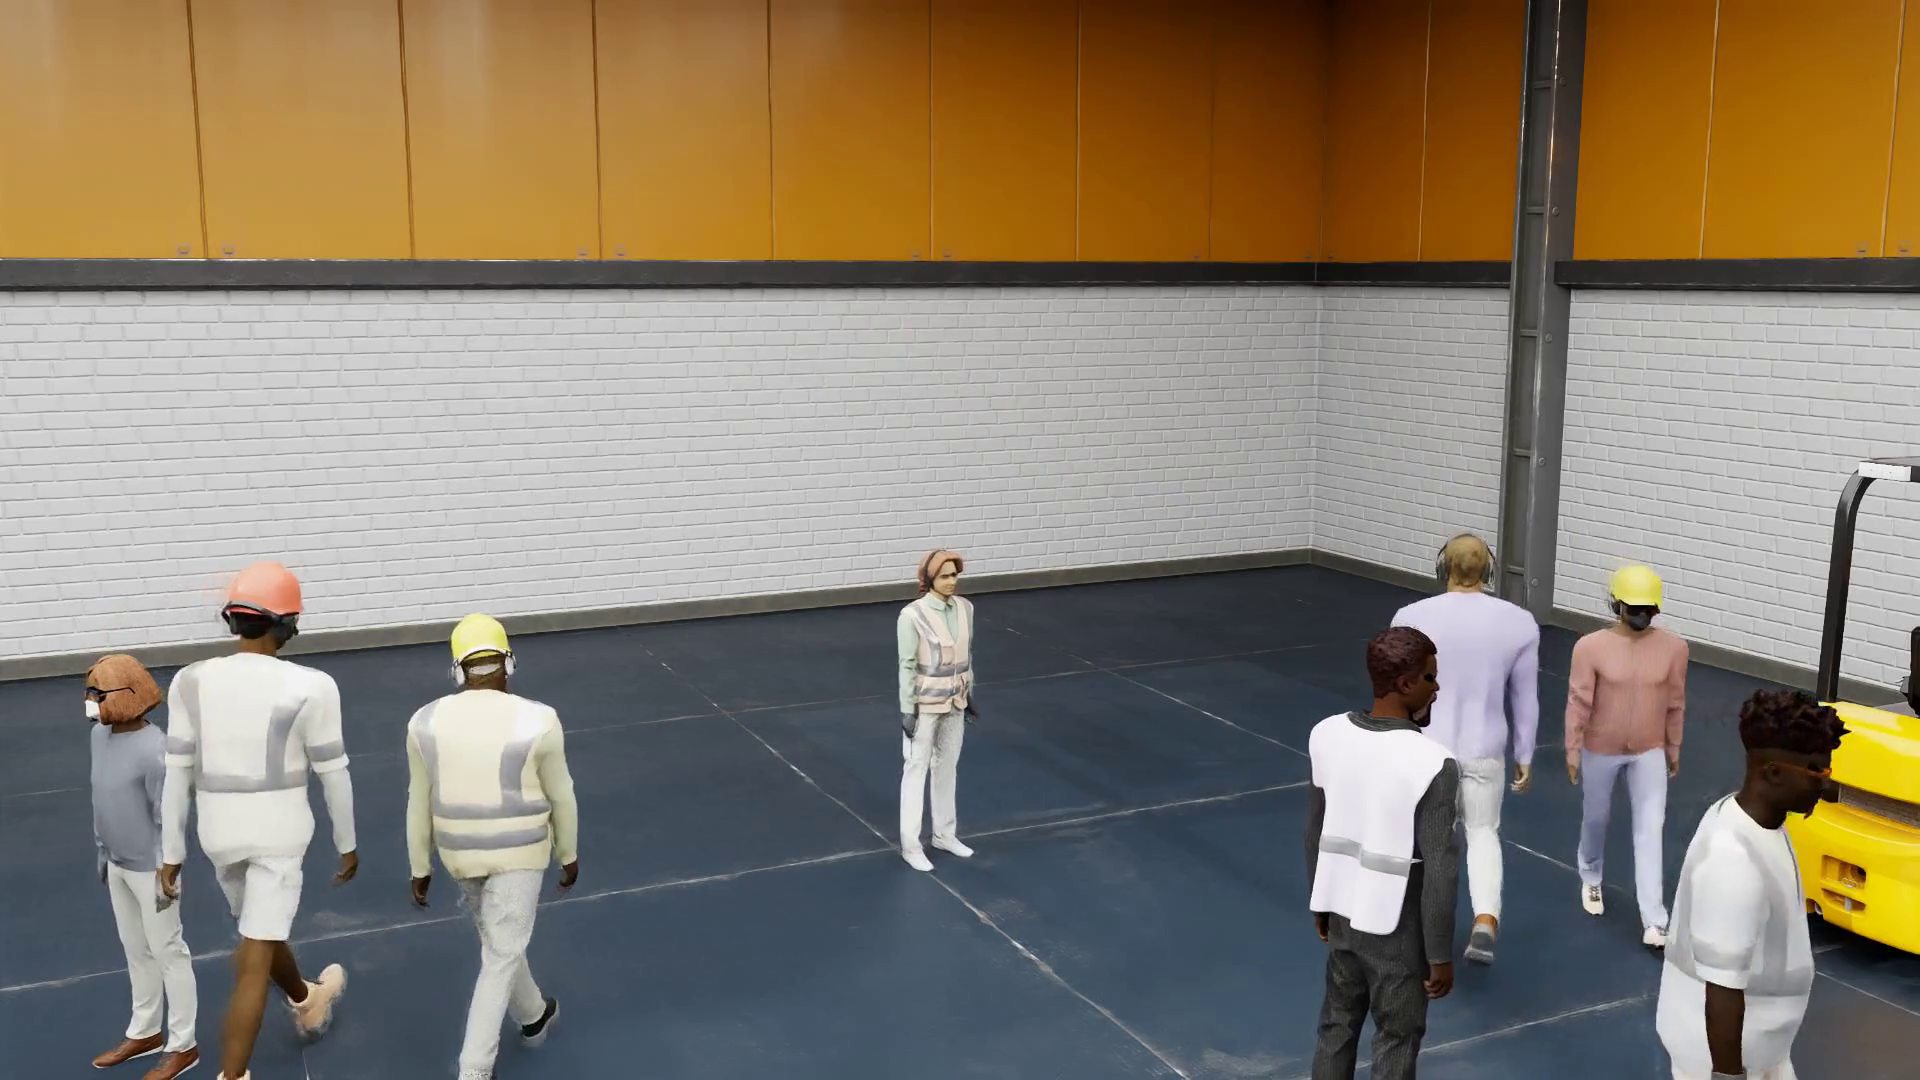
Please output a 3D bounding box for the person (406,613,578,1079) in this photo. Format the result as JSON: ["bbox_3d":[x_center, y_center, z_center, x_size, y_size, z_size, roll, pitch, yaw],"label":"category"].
[{"bbox_3d":[-1.742,1.160,6.220,0.592,1.776,0.913,2,9,12],"label":"person"}]

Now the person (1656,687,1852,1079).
[{"bbox_3d":[2.116,1.347,4.492,0.429,1.943,0.643,6,11,32],"label":"person"}]

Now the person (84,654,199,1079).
[{"bbox_3d":[-3.082,1.224,6.231,0.501,1.633,0.283,6,11,35],"label":"person"}]

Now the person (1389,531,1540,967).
[{"bbox_3d":[2.166,0.927,7.183,0.641,1.921,0.579,1,9,8],"label":"person"}]

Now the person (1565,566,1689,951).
[{"bbox_3d":[3.029,0.969,7.564,0.546,1.714,0.913,1,9,8],"label":"person"}]

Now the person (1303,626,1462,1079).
[{"bbox_3d":[1.344,1.224,5.362,0.393,1.916,0.590,-6,11,-32],"label":"person"}]

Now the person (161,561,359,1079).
[{"bbox_3d":[-2.545,1.067,6.140,0.621,1.974,1.095,1,9,6],"label":"person"}]

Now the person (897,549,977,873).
[{"bbox_3d":[-0.120,0.855,8.507,0.310,1.638,0.522,9,12,43],"label":"person"}]

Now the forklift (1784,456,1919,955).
[{"bbox_3d":[4.857,0.731,7.561,2.313,2.155,1.214,-4,10,-25],"label":"forklift"}]
